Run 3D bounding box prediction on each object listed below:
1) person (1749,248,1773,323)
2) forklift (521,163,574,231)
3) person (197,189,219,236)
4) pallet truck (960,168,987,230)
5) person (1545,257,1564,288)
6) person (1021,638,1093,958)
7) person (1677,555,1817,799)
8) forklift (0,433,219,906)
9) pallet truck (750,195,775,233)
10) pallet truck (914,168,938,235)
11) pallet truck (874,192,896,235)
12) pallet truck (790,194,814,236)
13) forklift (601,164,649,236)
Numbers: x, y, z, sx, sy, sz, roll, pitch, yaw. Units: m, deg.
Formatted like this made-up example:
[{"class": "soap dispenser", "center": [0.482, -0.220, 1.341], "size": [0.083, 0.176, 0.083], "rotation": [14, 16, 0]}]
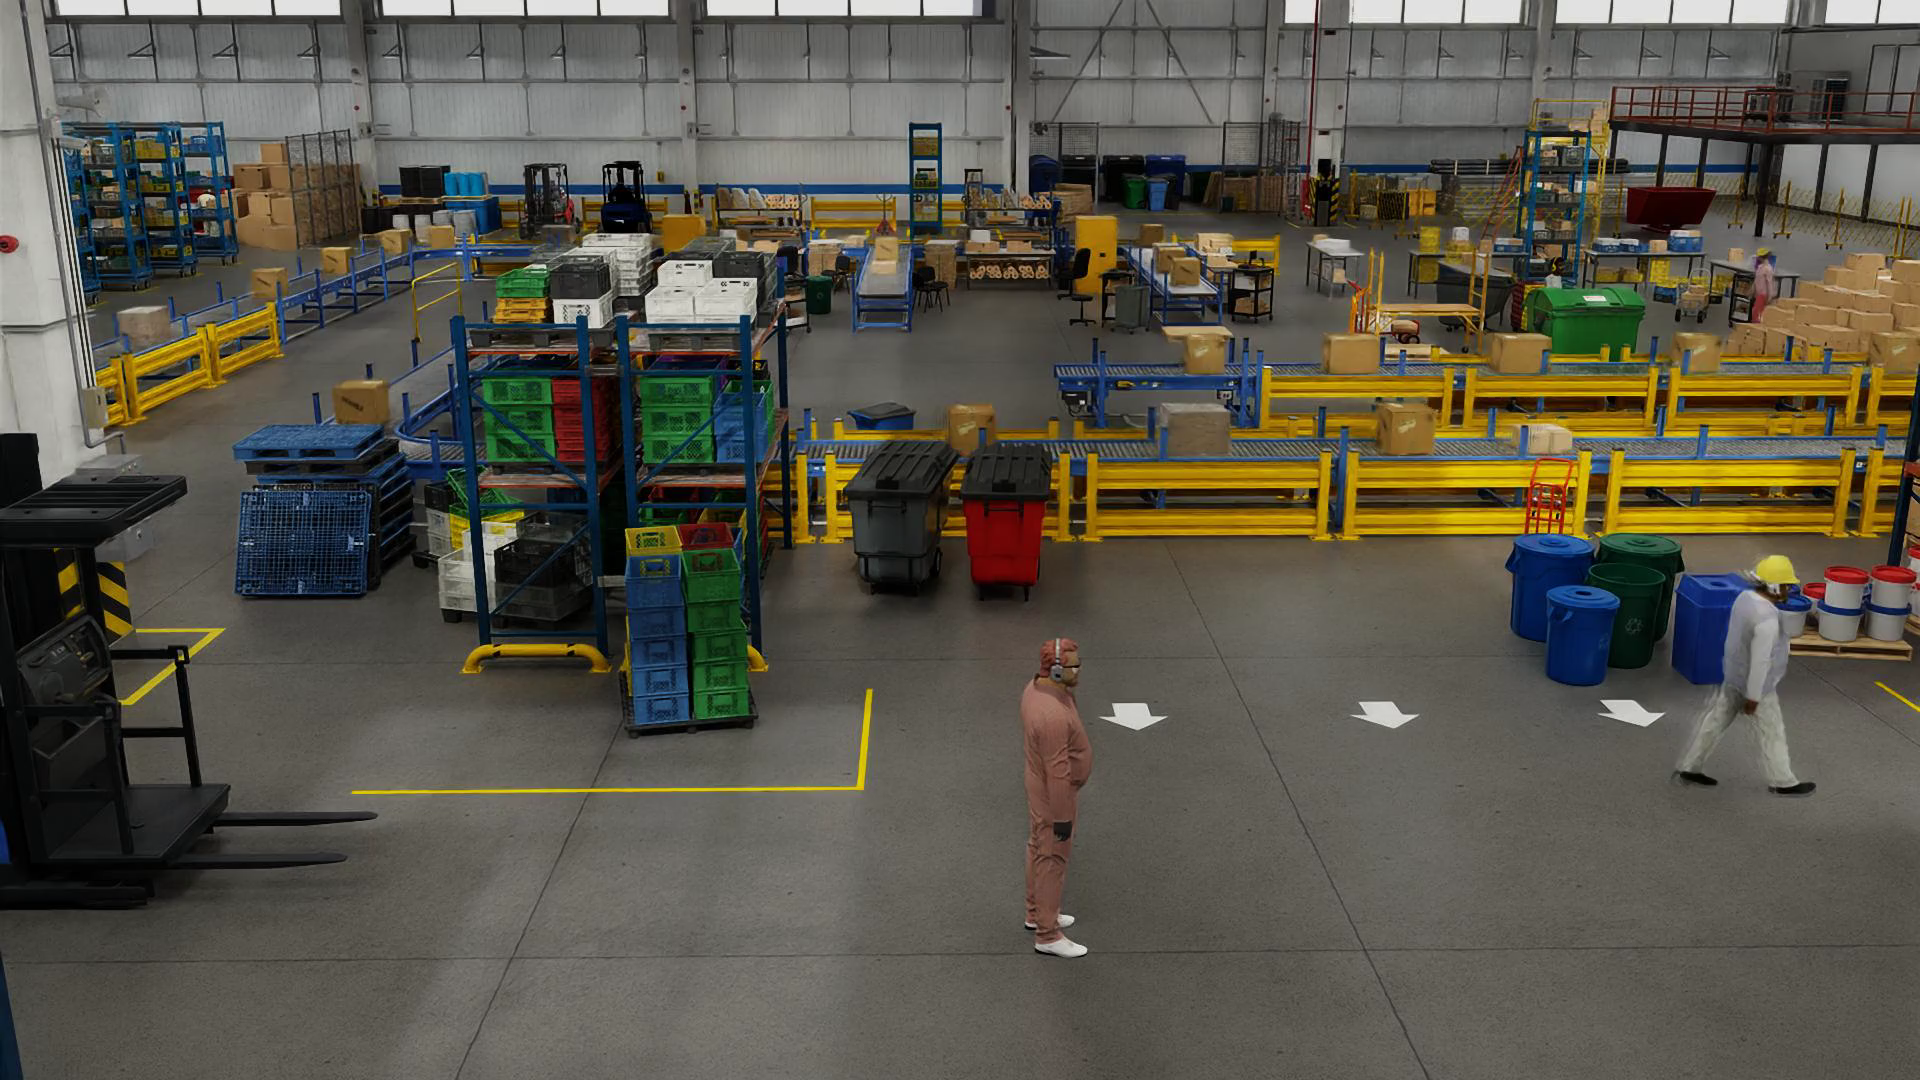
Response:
[{"class": "person", "center": [15.164, -4.634, 31.284], "size": [0.789, 1.709, 0.533], "rotation": [2, 16, 6]}, {"class": "forklift", "center": [-12.233, -10.122, 49.298], "size": [1.157, 1.987, 2.680], "rotation": [0, 16, -1]}, {"class": "person", "center": [-20.713, -8.923, 45.977], "size": [0.588, 1.823, 0.403], "rotation": [4, 16, 13]}, {"class": "pallet truck", "center": [0.383, -10.230, 50.206], "size": [0.823, 1.965, 1.885], "rotation": [-1, 16, -3]}, {"class": "person", "center": [10.144, -3.907, 28.458], "size": [0.324, 1.871, 0.526], "rotation": [13, 21, 38]}, {"class": "person", "center": [0.566, 1.476, 9.680], "size": [0.407, 1.906, 0.655], "rotation": [-2, 16, -7]}, {"class": "person", "center": [5.602, 0.956, 11.714], "size": [0.923, 1.789, 0.599], "rotation": [1, 16, 3]}, {"class": "forklift", "center": [-5.952, 0.780, 10.366], "size": [1.873, 2.768, 1.129], "rotation": [0, 16, -1]}, {"class": "pallet truck", "center": [-6.051, -9.967, 50.660], "size": [0.680, 1.201, 1.601], "rotation": [0, 16, -1]}, {"class": "pallet truck", "center": [-0.989, -10.316, 50.507], "size": [0.823, 1.965, 1.885], "rotation": [1, 16, 3]}, {"class": "pallet truck", "center": [-2.277, -9.986, 50.594], "size": [0.653, 1.274, 1.630], "rotation": [0, 16, -1]}, {"class": "pallet truck", "center": [-4.814, -9.883, 50.259], "size": [0.704, 1.261, 1.522], "rotation": [-1, 16, -3]}, {"class": "forklift", "center": [-9.948, -10.127, 49.296], "size": [1.157, 1.987, 2.680], "rotation": [-1, 16, -3]}]
